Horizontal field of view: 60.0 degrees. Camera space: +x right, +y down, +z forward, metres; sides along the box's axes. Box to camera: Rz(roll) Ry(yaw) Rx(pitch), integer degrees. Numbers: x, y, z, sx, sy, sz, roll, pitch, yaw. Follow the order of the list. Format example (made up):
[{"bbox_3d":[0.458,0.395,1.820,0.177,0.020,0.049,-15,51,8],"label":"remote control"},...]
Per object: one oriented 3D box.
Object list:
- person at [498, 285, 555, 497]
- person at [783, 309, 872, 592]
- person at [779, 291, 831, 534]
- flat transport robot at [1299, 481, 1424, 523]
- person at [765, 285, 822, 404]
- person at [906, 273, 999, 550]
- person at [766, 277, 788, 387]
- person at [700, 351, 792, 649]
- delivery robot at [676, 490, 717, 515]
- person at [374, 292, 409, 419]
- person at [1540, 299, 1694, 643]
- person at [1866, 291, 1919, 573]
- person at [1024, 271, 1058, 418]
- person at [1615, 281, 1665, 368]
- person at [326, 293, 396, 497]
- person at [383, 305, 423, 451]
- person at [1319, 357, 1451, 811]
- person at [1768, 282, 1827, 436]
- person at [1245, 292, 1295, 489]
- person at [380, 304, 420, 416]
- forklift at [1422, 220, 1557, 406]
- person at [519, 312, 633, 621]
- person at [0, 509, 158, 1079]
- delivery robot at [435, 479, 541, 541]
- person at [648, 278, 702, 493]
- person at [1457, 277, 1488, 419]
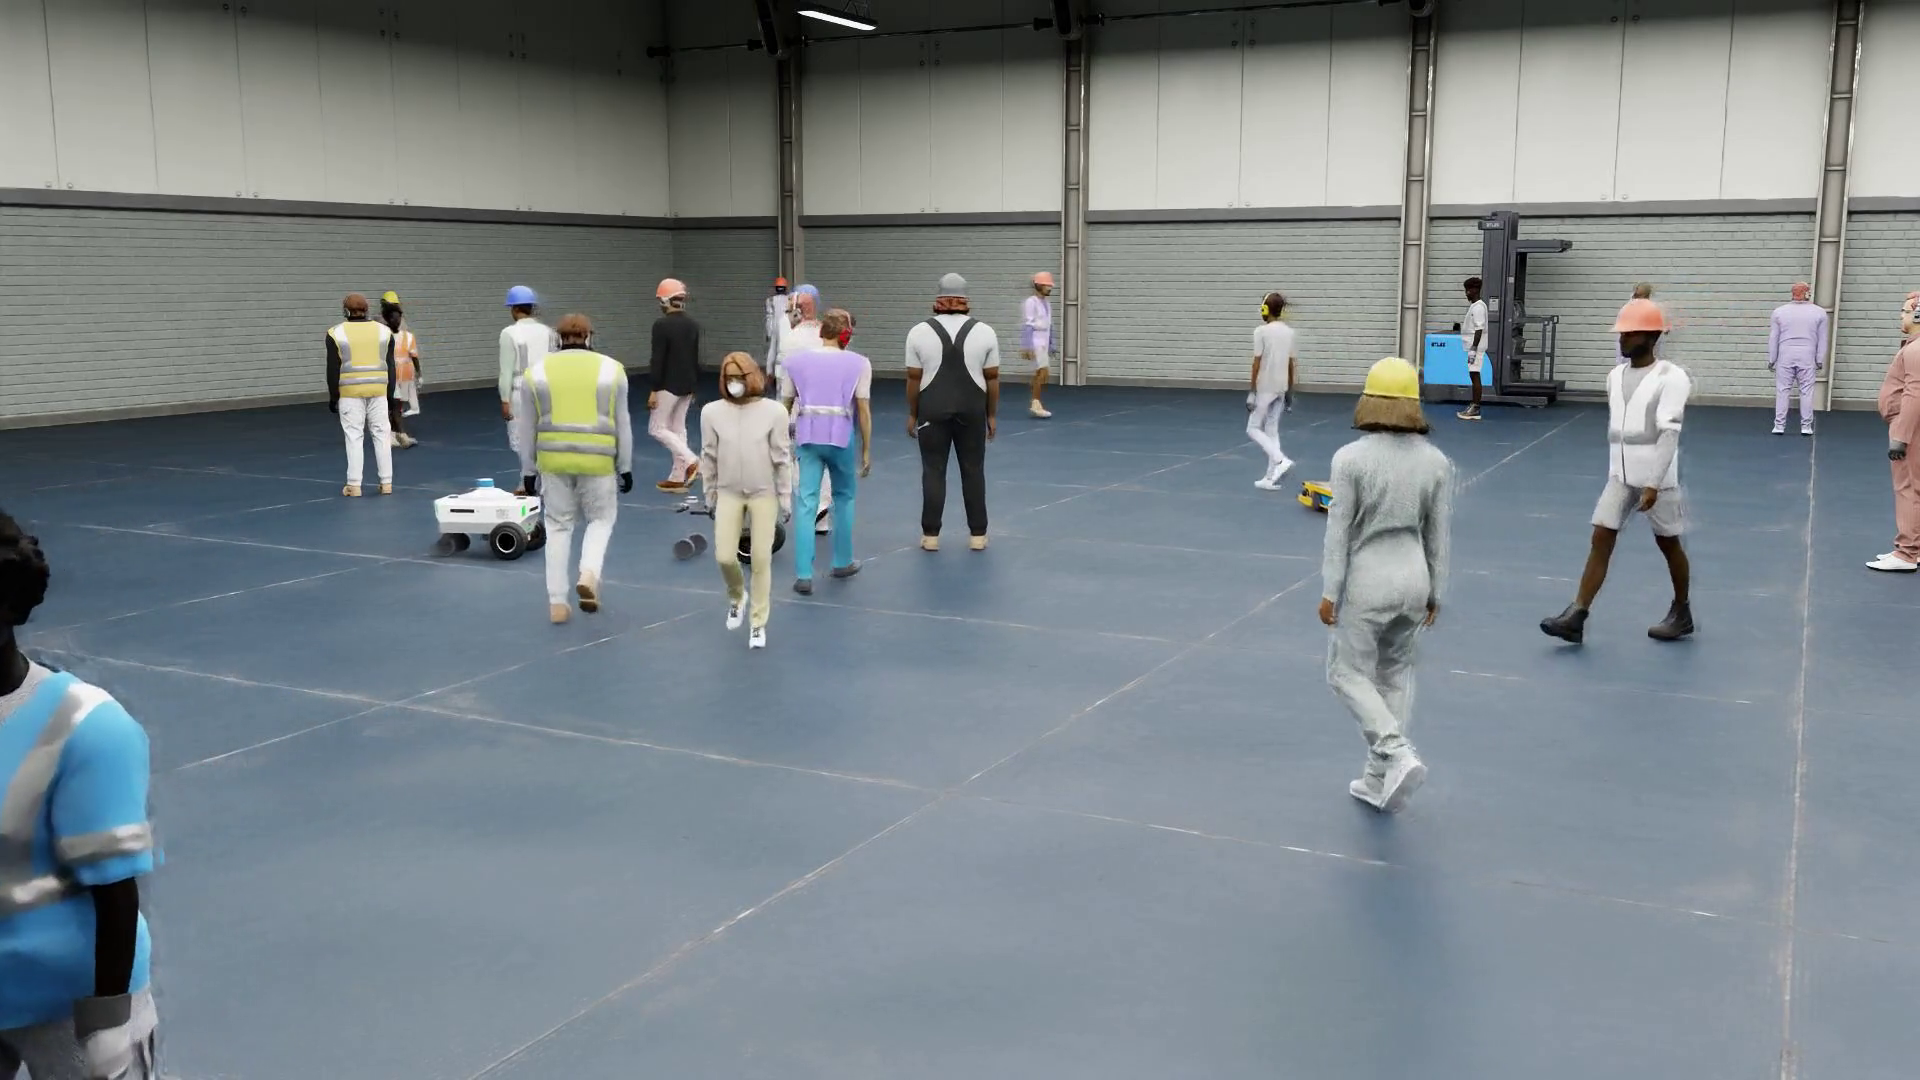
[{"bbox_3d":[-3.694,-1.239,14.429,0.764,1.921,0.630,5,11,30],"label":"person"},{"bbox_3d":[-0.898,-0.594,10.861,0.689,1.793,0.878,1,9,5],"label":"person"},{"bbox_3d":[-1.191,-0.982,12.935,0.427,1.887,0.661,8,12,41],"label":"person"},{"bbox_3d":[3.430,-0.331,14.031,0.652,0.197,1.431,-2,9,-10],"label":"flat transport robot"},{"bbox_3d":[-1.751,-1.757,17.686,0.675,1.901,0.502,7,11,35],"label":"person"},{"bbox_3d":[-0.063,-0.935,12.314,0.688,2.000,0.536,-1,9,-4],"label":"person"},{"bbox_3d":[-3.176,-3.703,29.572,0.552,1.935,0.374,-2,9,-11],"label":"person"},{"bbox_3d":[-1.161,-0.224,9.100,0.506,1.617,0.394,0,9,0],"label":"person"},{"bbox_3d":[-1.681,-0.310,11.941,0.698,0.223,0.335,2,9,12],"label":"delivery robot"},{"bbox_3d":[-7.910,-2.569,23.134,0.518,1.756,0.342,4,10,26],"label":"person"},{"bbox_3d":[3.701,-0.359,9.109,1.010,1.892,0.543,-5,10,-27],"label":"person"},{"bbox_3d":[6.512,-0.742,11.405,0.410,1.909,0.643,8,12,39],"label":"person"},{"bbox_3d":[1.179,-2.704,23.107,0.516,2.030,0.648,5,10,27],"label":"person"},{"bbox_3d":[8.061,-2.111,19.786,0.659,1.925,0.465,-3,10,-20],"label":"person"},{"bbox_3d":[-5.478,-1.329,15.228,0.623,1.844,0.429,-7,11,-36],"label":"person"},{"bbox_3d":[-6.433,-1.855,19.044,0.861,1.644,0.551,9,13,42],"label":"person"},{"bbox_3d":[1.616,0.188,6.197,0.503,1.726,0.528,-3,10,-17],"label":"person"},{"bbox_3d":[10.462,-2.266,20.816,0.642,1.905,0.399,4,10,24],"label":"person"},{"bbox_3d":[2.938,-1.383,15.525,0.549,1.851,0.491,-6,11,-34],"label":"person"},{"bbox_3d":[-7.936,-2.549,23.441,0.607,1.603,0.542,-5,10,-28],"label":"person"},{"bbox_3d":[8.245,-3.527,25.720,1.873,2.768,1.129,5,10,27],"label":"forklift"},{"bbox_3d":[-2.251,-0.427,9.775,0.661,1.805,0.463,-1,9,-6],"label":"person"},{"bbox_3d":[-1.609,0.776,2.731,0.552,1.666,0.702,2,9,11],"label":"person"},{"bbox_3d":[-3.431,-0.203,12.083,0.707,0.478,0.477,1,9,7],"label":"delivery robot"},{"bbox_3d":[-2.589,-1.404,15.269,0.554,1.976,0.644,5,10,26],"label":"person"},{"bbox_3d":[7.147,-2.672,23.146,0.379,1.959,0.603,3,10,17],"label":"person"}]
